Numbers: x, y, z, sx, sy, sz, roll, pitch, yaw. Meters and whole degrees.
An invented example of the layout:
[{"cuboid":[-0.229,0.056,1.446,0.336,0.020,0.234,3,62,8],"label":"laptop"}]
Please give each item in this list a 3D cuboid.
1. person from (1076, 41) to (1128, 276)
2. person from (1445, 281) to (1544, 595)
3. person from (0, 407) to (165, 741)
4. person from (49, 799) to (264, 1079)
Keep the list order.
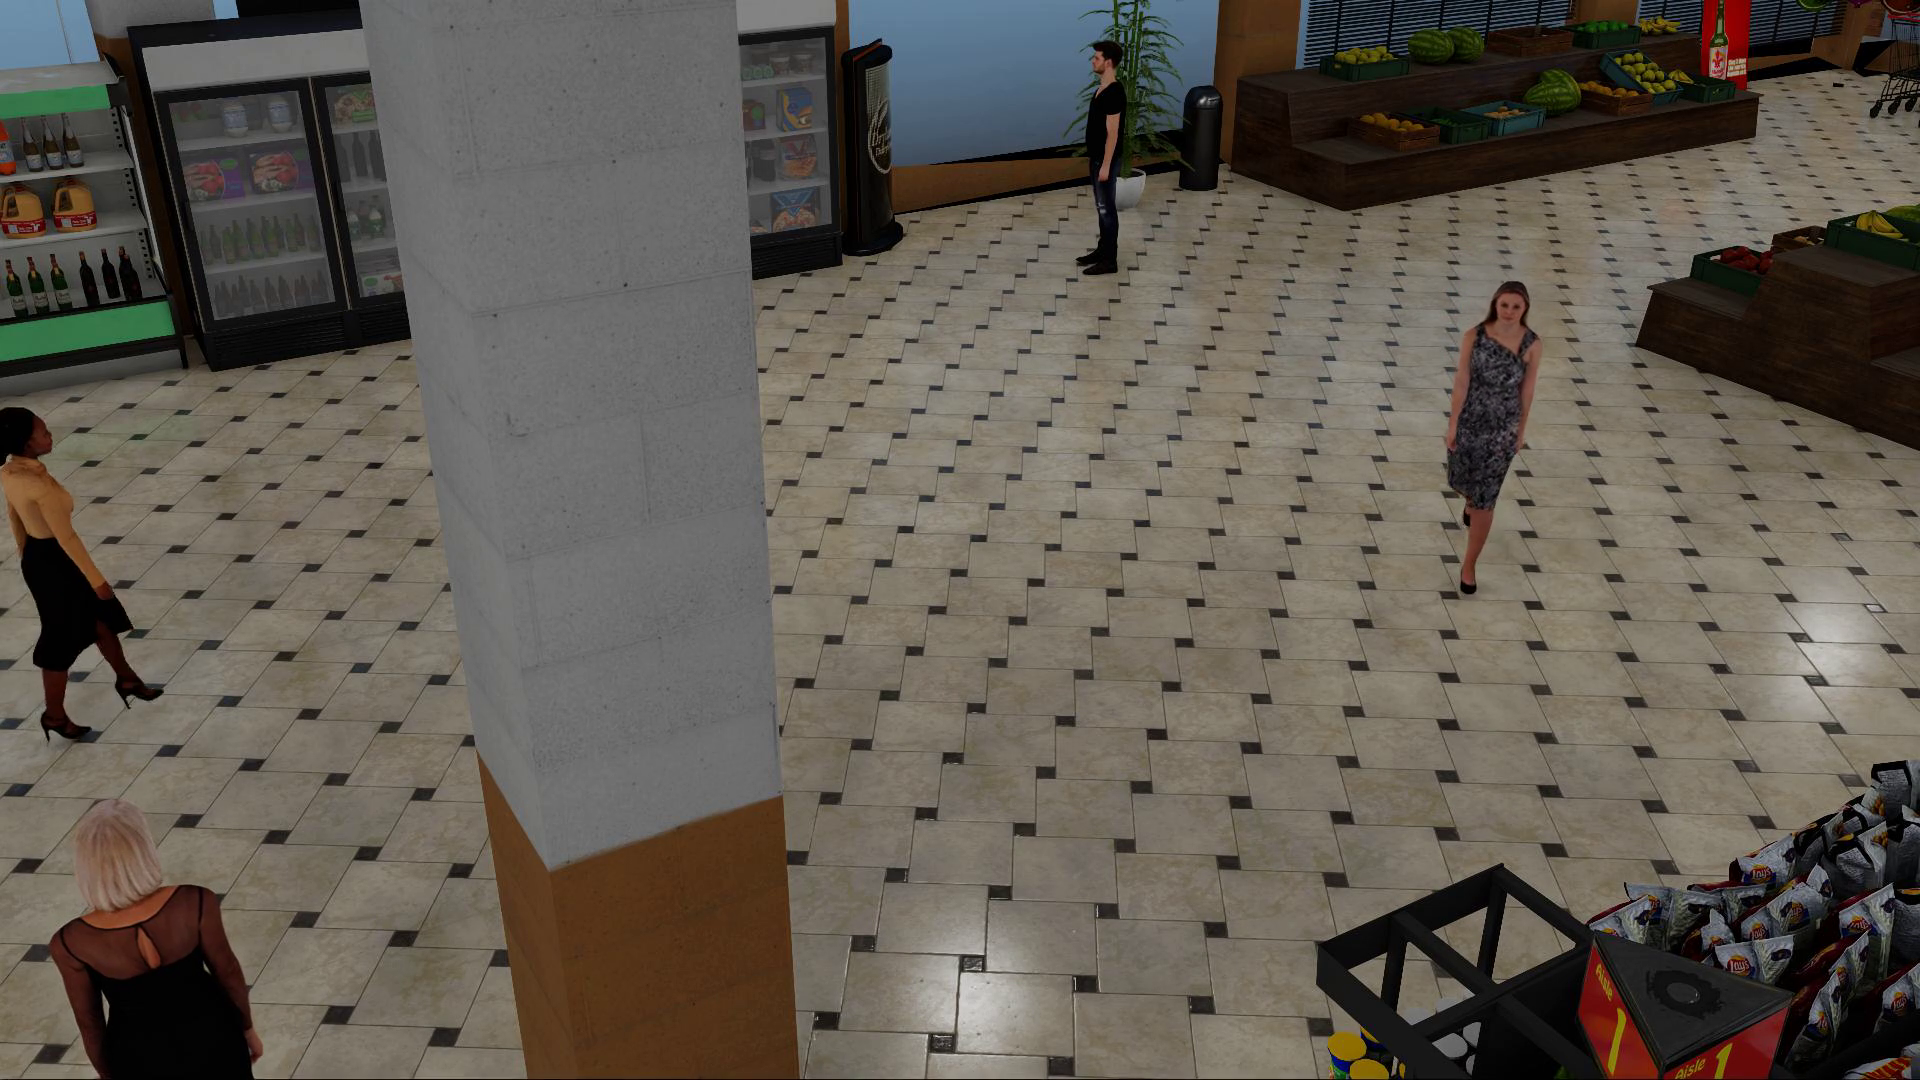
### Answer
[{"cuboid":[1.216,-3.176,13.833,0.733,1.897,0.754,-2,27,-4],"label":"person"},{"cuboid":[2.857,-0.613,9.021,0.953,1.679,1.141,12,29,23],"label":"person"},{"cuboid":[-4.136,0.206,7.458,0.842,1.632,0.693,-23,35,-37],"label":"person"},{"cuboid":[-2.254,1.494,4.790,0.434,1.747,0.651,-14,30,-26],"label":"person"}]
